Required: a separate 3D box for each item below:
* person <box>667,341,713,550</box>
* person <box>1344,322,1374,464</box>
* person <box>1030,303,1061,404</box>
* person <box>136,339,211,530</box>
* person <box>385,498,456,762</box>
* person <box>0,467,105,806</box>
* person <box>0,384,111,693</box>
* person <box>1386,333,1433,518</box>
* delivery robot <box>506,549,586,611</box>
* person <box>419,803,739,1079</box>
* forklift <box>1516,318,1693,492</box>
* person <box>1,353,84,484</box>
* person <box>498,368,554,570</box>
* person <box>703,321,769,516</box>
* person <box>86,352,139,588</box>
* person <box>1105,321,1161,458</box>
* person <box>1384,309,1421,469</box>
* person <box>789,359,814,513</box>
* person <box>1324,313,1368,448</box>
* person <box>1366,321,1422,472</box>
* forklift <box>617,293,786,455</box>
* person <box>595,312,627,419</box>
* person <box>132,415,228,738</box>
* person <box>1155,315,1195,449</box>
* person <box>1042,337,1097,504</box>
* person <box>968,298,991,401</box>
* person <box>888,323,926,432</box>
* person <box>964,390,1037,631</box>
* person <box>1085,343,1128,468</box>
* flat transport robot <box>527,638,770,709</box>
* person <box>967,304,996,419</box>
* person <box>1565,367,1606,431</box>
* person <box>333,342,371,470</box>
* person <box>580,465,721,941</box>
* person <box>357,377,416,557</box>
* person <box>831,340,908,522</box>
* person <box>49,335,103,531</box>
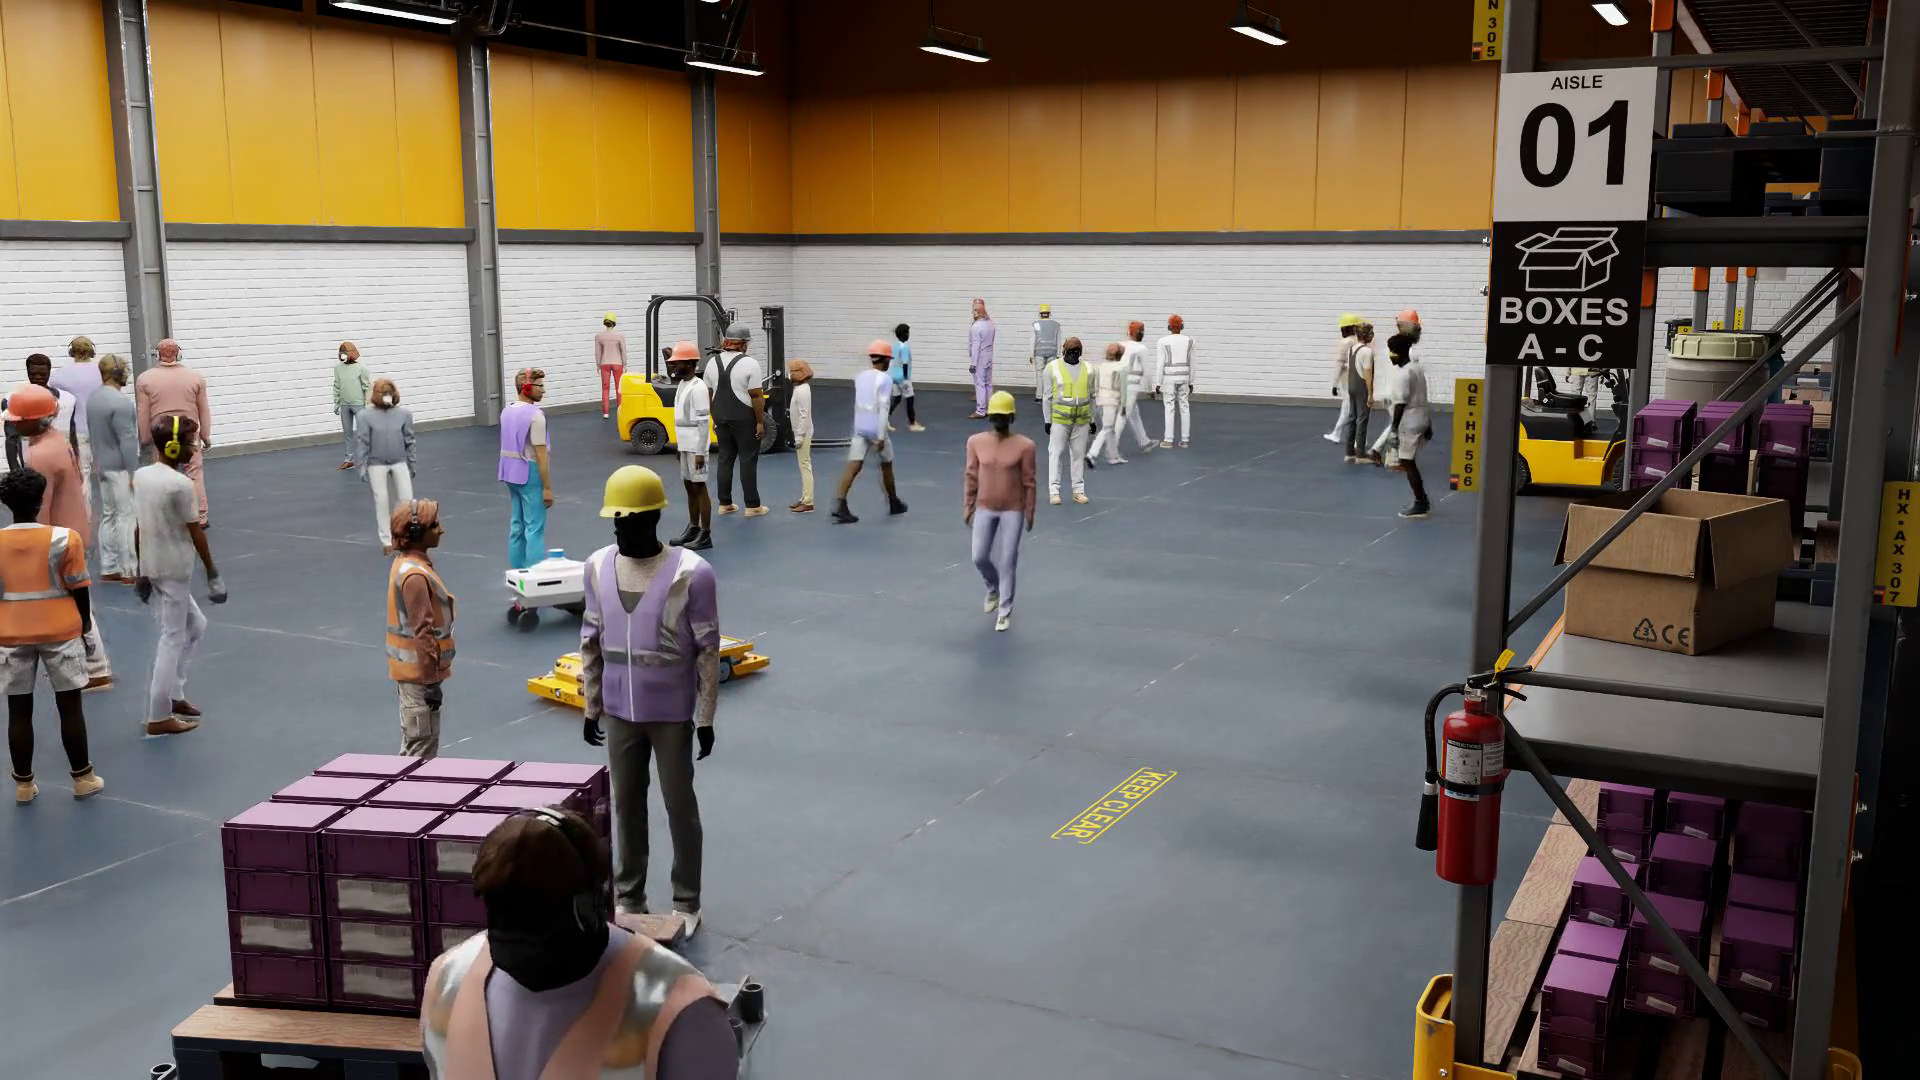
[{"bbox_3d":[-2.503,-0.871,15.412,0.373,1.939,0.545,-5,11,-28],"label":"person"},{"bbox_3d":[5.241,-1.912,21.713,0.341,1.845,0.511,-3,10,-19],"label":"person"},{"bbox_3d":[1.550,-3.403,30.389,0.599,1.827,0.403,-2,10,-13],"label":"person"},{"bbox_3d":[-7.747,-1.029,16.419,0.652,1.906,0.402,-5,11,-29],"label":"person"},{"bbox_3d":[-2.461,0.625,7.620,0.308,1.640,0.511,-4,11,-24],"label":"person"},{"bbox_3d":[-4.590,0.483,8.284,0.531,1.693,0.320,-3,10,-16],"label":"person"},{"bbox_3d":[-5.569,0.010,10.257,0.479,1.959,0.650,-4,10,-21],"label":"person"},{"bbox_3d":[4.659,-1.182,17.242,0.516,1.923,0.630,5,11,26],"label":"person"},{"bbox_3d":[-2.977,0.309,12.313,0.707,0.478,0.477,-6,12,-33],"label":"delivery robot"},{"bbox_3d":[-0.669,1.331,3.024,0.635,1.815,0.795,3,10,18],"label":"person"},{"bbox_3d":[7.066,-1.601,18.899,2.313,2.155,1.214,5,11,27],"label":"forklift"},{"bbox_3d":[-7.677,-0.606,13.948,0.391,1.915,0.590,7,12,36],"label":"person"},{"bbox_3d":[-3.432,-0.435,13.174,0.396,1.839,0.564,-9,14,-43],"label":"person"},{"bbox_3d":[-2.304,-1.276,17.464,0.688,2.000,0.536,5,11,29],"label":"person"},{"bbox_3d":[-6.925,-0.571,13.686,0.635,1.936,0.355,8,13,39],"label":"person"},{"bbox_3d":[2.350,-2.028,22.407,1.023,1.825,0.574,-6,11,-30],"label":"person"},{"bbox_3d":[5.625,-1.909,21.142,0.394,2.036,0.605,1,10,7],"label":"person"},{"bbox_3d":[-1.690,-1.108,17.667,0.287,1.634,0.497,-1,10,-6],"label":"person"},{"bbox_3d":[5.444,-2.257,23.583,0.595,1.882,0.924,-8,13,-40],"label":"person"},{"bbox_3d":[5.475,-1.777,20.766,0.513,1.913,0.647,-1,10,-8],"label":"person"},{"bbox_3d":[-3.588,-2.317,23.042,2.313,2.155,1.214,-1,10,-5],"label":"forklift"},{"bbox_3d":[-5.779,-2.889,27.592,0.524,1.770,0.315,0,10,-1],"label":"person"},{"bbox_3d":[-4.468,0.203,9.497,0.528,1.838,0.585,7,12,36],"label":"person"},{"bbox_3d":[3.028,-2.224,23.409,0.574,1.881,0.358,-3,10,-15],"label":"person"},{"bbox_3d":[1.212,-1.308,18.244,0.622,1.838,0.429,-3,10,-16],"label":"person"},{"bbox_3d":[0.353,-3.534,30.929,0.403,1.904,0.651,2,10,13],"label":"person"},{"bbox_3d":[-0.906,-2.480,25.494,0.701,1.679,0.541,-5,11,-25],"label":"person"},{"bbox_3d":[0.301,-0.229,12.204,0.540,1.754,0.460,2,10,12],"label":"person"},{"bbox_3d":[1.863,-1.725,21.344,0.809,1.598,0.555,-7,12,-36],"label":"person"},{"bbox_3d":[-1.964,0.796,10.586,0.652,0.197,1.431,9,13,41],"label":"flat transport robot"},{"bbox_3d":[0.329,-2.966,27.660,0.402,1.901,0.639,6,11,29],"label":"person"},{"bbox_3d":[9.669,-2.595,25.707,0.603,1.828,0.404,5,11,28],"label":"person"},{"bbox_3d":[-7.697,-1.695,21.064,0.507,1.631,0.266,2,10,13],"label":"person"},{"bbox_3d":[-1.246,0.656,6.610,0.594,1.924,0.381,3,10,19],"label":"person"},{"bbox_3d":[-5.202,-0.665,15.127,0.522,1.627,0.333,-6,11,-29],"label":"person"},{"bbox_3d":[-0.957,-1.119,17.171,0.529,1.857,1.107,7,12,35],"label":"person"},{"bbox_3d":[-8.617,-1.052,16.460,0.631,1.939,0.370,-8,12,-37],"label":"person"}]
